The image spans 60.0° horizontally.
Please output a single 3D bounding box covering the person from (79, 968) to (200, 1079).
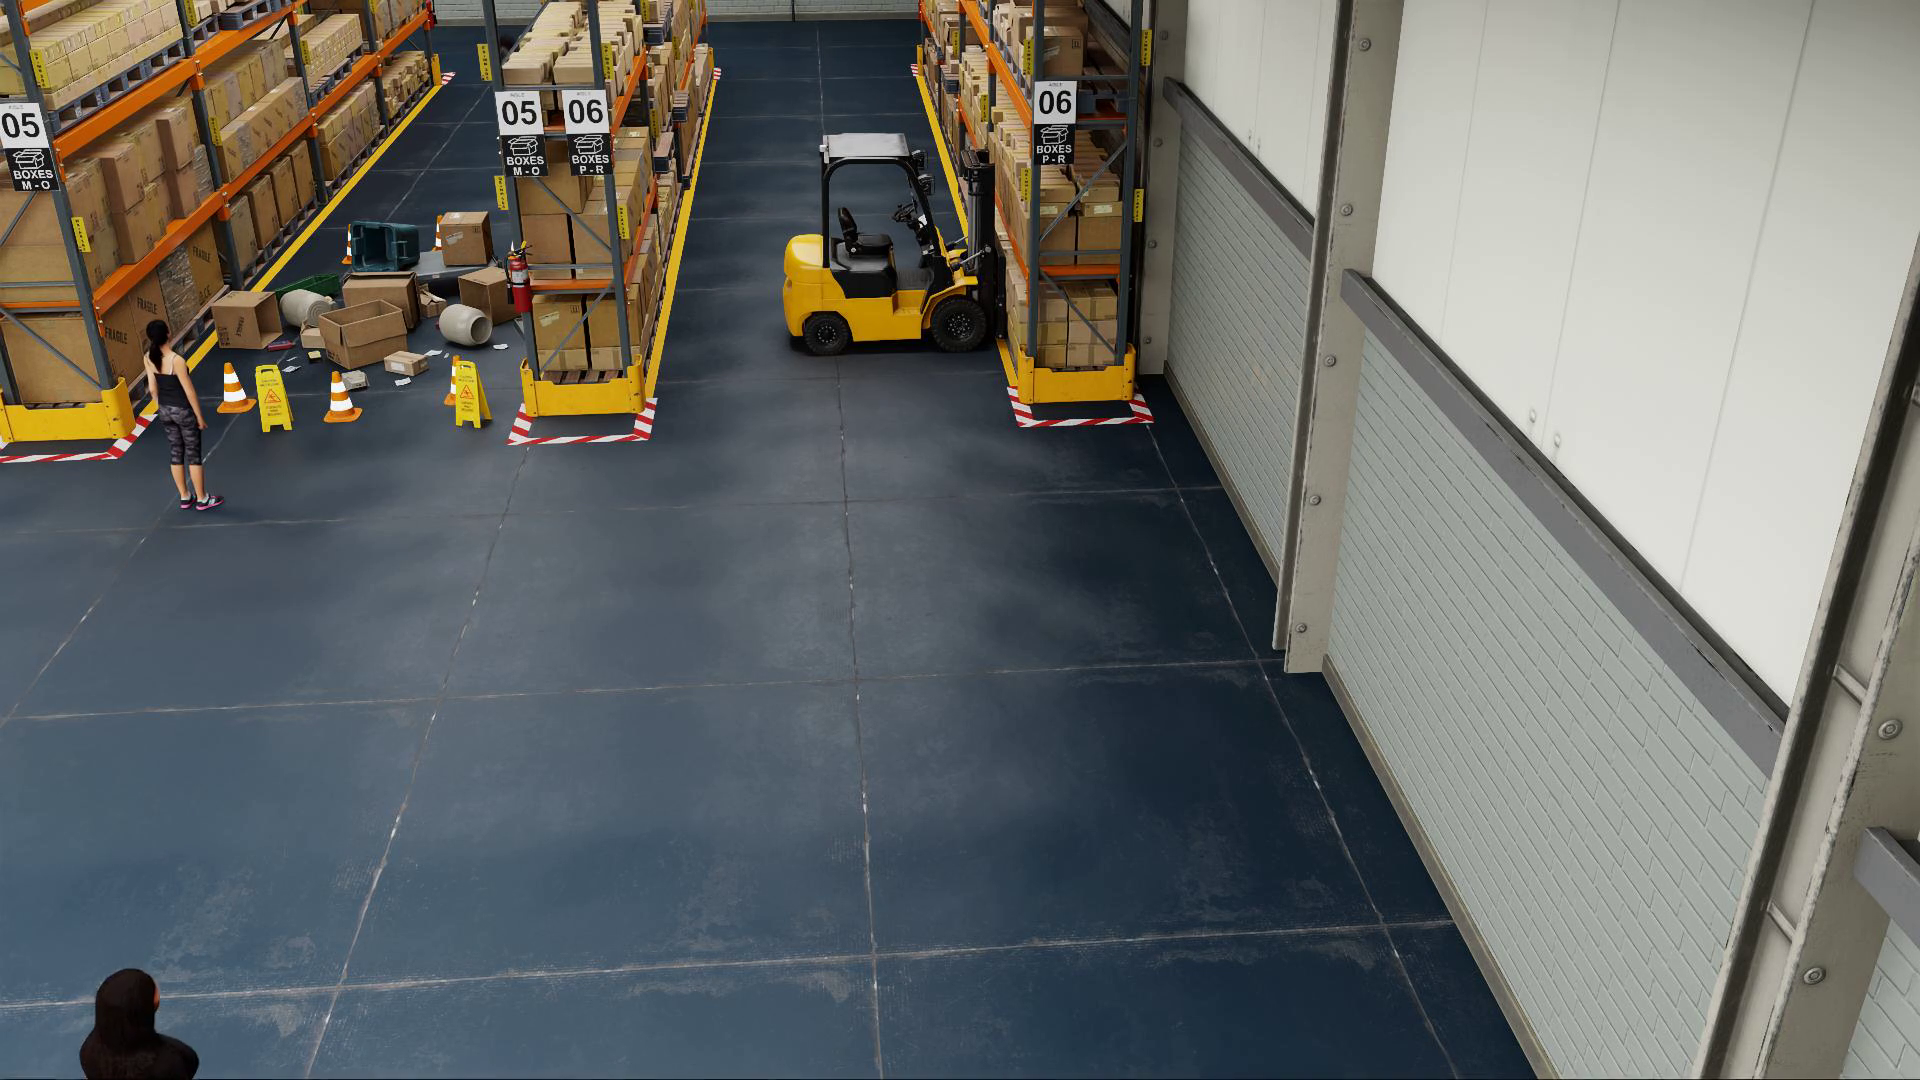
[{"bbox_3d":[-3.459,2.622,7.083,0.804,1.842,0.863,9,28,16],"label":"person"}]

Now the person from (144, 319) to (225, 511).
[{"bbox_3d":[-6.781,-1.087,14.409,0.644,1.730,0.644,8,28,14],"label":"person"}]

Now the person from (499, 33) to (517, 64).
[{"bbox_3d":[-6.878,-6.832,25.536,0.710,1.759,0.850,-7,28,-14],"label":"person"}]
